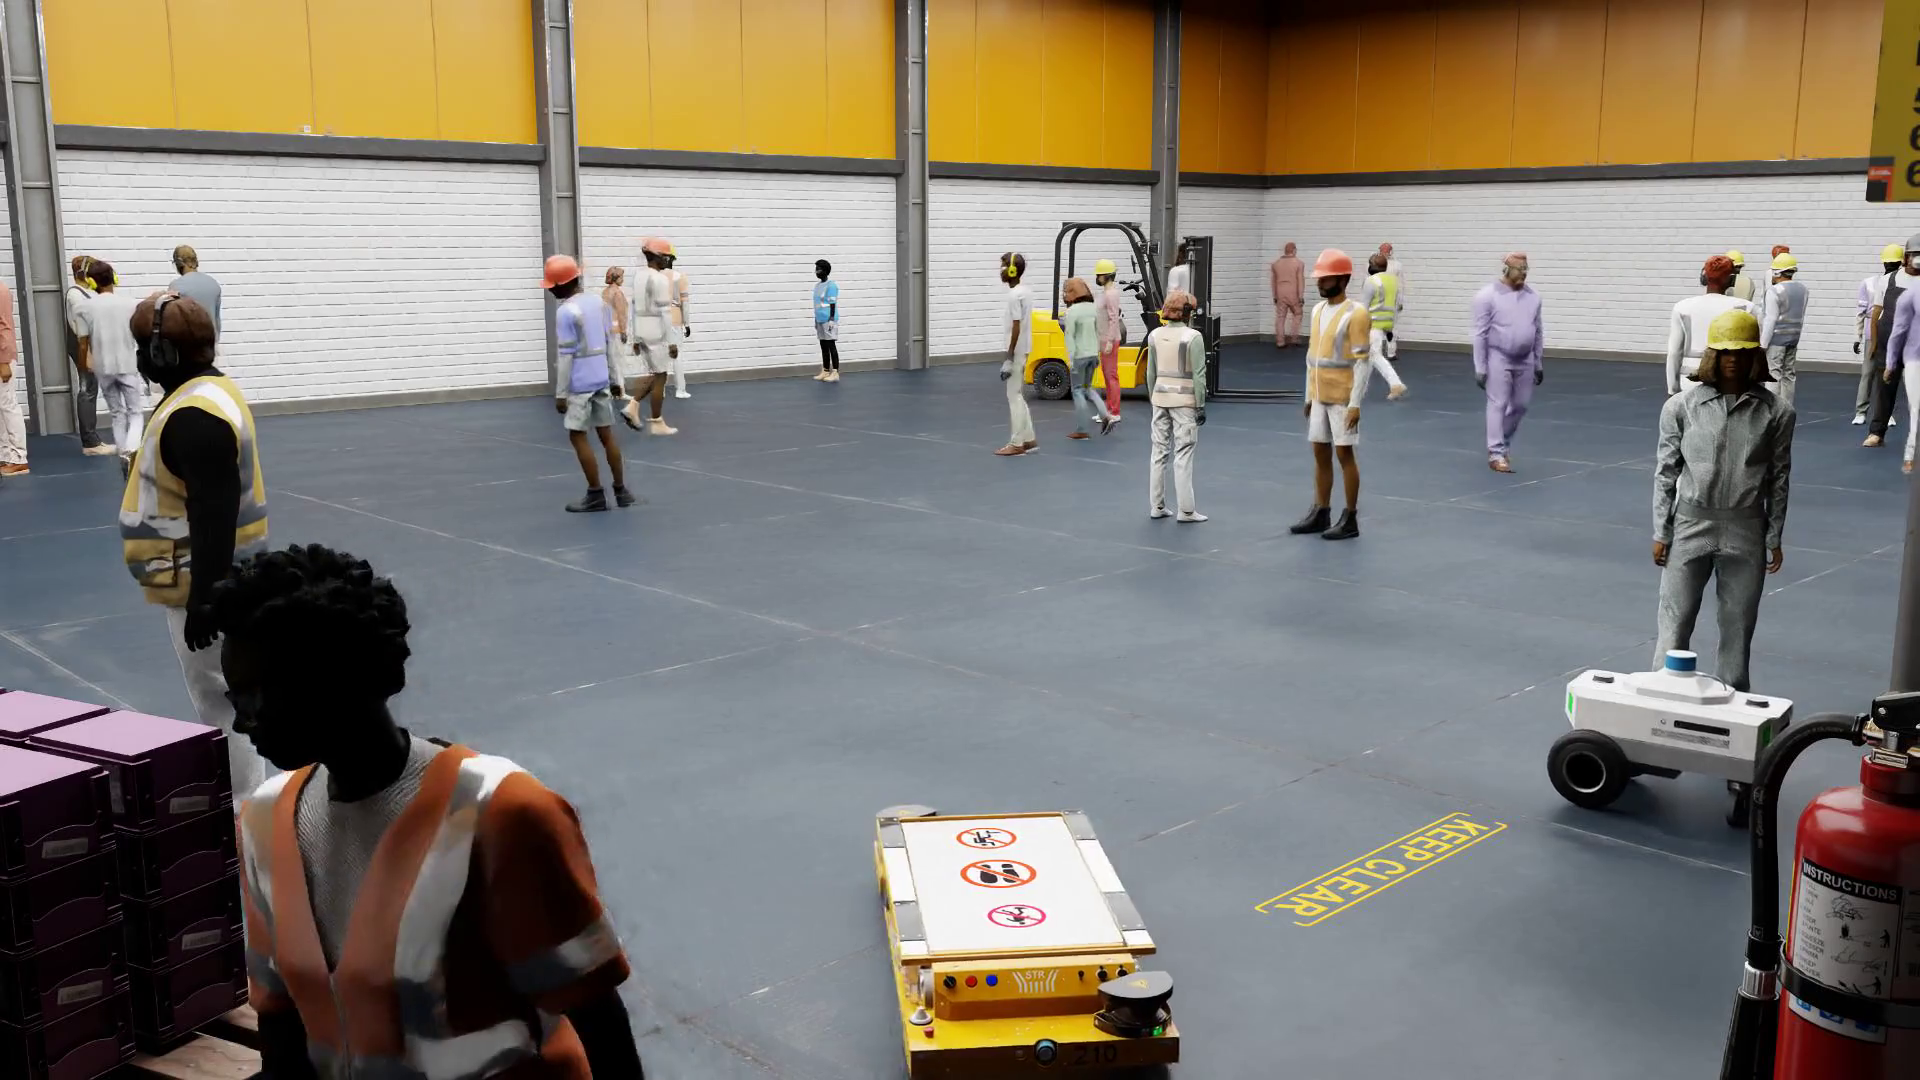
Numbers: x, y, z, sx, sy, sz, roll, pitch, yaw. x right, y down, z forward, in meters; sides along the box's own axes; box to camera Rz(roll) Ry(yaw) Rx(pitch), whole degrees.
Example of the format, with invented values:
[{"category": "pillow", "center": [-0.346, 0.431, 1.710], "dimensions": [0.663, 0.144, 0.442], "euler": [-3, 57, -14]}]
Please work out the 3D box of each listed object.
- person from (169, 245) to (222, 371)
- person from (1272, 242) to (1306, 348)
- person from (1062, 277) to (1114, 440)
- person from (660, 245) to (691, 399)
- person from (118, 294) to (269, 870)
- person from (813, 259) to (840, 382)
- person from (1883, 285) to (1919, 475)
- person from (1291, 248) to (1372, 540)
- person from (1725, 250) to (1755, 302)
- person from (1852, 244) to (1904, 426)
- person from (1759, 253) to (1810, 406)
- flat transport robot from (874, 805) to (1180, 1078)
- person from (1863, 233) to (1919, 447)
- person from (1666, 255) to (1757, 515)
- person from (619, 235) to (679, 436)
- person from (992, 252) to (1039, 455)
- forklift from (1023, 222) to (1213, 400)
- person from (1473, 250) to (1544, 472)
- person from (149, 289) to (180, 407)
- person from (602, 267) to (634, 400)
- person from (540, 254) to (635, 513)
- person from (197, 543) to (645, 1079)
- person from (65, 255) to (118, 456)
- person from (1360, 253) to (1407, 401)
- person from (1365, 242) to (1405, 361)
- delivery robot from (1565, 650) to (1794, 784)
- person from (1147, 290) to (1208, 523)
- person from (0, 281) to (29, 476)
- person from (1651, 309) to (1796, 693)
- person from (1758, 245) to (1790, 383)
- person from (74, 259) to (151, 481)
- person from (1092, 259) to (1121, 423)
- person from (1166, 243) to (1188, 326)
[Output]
[{"category": "person", "center": [-7.252, -1.827, 15.805], "dimensions": [0.372, 1.933, 0.627], "euler": [2, 11, 13]}, {"category": "person", "center": [5.968, -4.393, 29.911], "dimensions": [0.673, 1.881, 0.785], "euler": [8, 13, 37]}, {"category": "person", "center": [1.247, -1.790, 16.461], "dimensions": [0.479, 1.608, 0.525], "euler": [9, 14, 40]}, {"category": "person", "center": [-3.625, -2.702, 20.619], "dimensions": [0.585, 1.917, 0.382], "euler": [1, 10, 6]}, {"category": "person", "center": [-2.421, 0.146, 5.296], "dimensions": [0.429, 1.839, 0.633], "euler": [-4, 11, -22]}, {"category": "person", "center": [-1.867, -3.046, 23.123], "dimensions": [0.320, 1.690, 0.535], "euler": [-7, 12, -32]}, {"category": "person", "center": [8.057, -1.420, 13.728], "dimensions": [0.645, 1.876, 1.059], "euler": [2, 11, 11]}, {"category": "person", "center": [2.471, -0.966, 11.101], "dimensions": [0.378, 1.933, 0.551], "euler": [-5, 12, -26]}, {"category": "person", "center": [9.446, -2.632, 20.455], "dimensions": [0.590, 1.837, 0.404], "euler": [-4, 11, -22]}, {"category": "person", "center": [9.837, -2.168, 17.675], "dimensions": [0.594, 1.924, 0.383], "euler": [5, 12, 26]}, {"category": "person", "center": [8.665, -2.109, 17.609], "dimensions": [0.586, 1.835, 0.403], "euler": [-6, 12, -28]}, {"category": "flat transport robot", "center": [0.126, 1.051, 4.642], "dimensions": [0.652, 0.197, 1.431], "euler": [-1, 10, -6]}, {"category": "person", "center": [8.967, -1.871, 15.748], "dimensions": [0.689, 2.000, 0.539], "euler": [9, 14, 40]}, {"category": "person", "center": [5.330, -1.075, 11.839], "dimensions": [0.575, 1.881, 0.356], "euler": [7, 13, 34]}, {"category": "person", "center": [-3.085, -2.037, 16.709], "dimensions": [0.529, 2.020, 0.605], "euler": [-7, 12, -33]}, {"category": "person", "center": [0.497, -1.693, 15.286], "dimensions": [0.423, 1.869, 0.578], "euler": [2, 11, 8]}, {"category": "forklift", "center": [1.935, -2.847, 20.651], "dimensions": [2.313, 2.155, 1.214], "euler": [2, 11, 13]}, {"category": "person", "center": [4.755, -1.544, 14.414], "dimensions": [0.673, 1.918, 0.553], "euler": [-3, 11, -15]}, {"category": "person", "center": [-5.587, -0.953, 11.828], "dimensions": [0.309, 1.645, 0.514], "euler": [-4, 11, -22]}, {"category": "person", "center": [-4.250, -2.544, 20.516], "dimensions": [0.313, 1.638, 0.513], "euler": [-7, 12, -33]}, {"category": "person", "center": [-2.716, -1.148, 12.237], "dimensions": [0.453, 1.884, 0.734], "euler": [4, 11, 21]}, {"category": "person", "center": [-0.686, 0.825, 2.117], "dimensions": [0.587, 1.647, 0.678], "euler": [7, 13, 35]}, {"category": "person", "center": [-8.035, -1.696, 15.345], "dimensions": [0.344, 1.840, 0.505], "euler": [-4, 11, -23]}, {"category": "person", "center": [5.164, -2.627, 20.515], "dimensions": [0.888, 1.811, 0.631], "euler": [9, 14, 41]}, {"category": "person", "center": [6.876, -3.857, 26.954], "dimensions": [0.639, 1.904, 0.407], "euler": [5, 11, 24]}, {"category": "delivery robot", "center": [2.537, 0.634, 5.885], "dimensions": [0.707, 0.478, 0.477], "euler": [8, 13, 37]}, {"category": "person", "center": [1.530, -0.939, 11.760], "dimensions": [0.308, 1.639, 0.511], "euler": [-9, 14, -42]}, {"category": "person", "center": [-8.193, -1.532, 14.051], "dimensions": [0.614, 1.987, 0.407], "euler": [7, 13, 35]}, {"category": "person", "center": [2.944, -0.018, 6.457], "dimensions": [0.492, 1.744, 0.295], "euler": [3, 11, 15]}, {"category": "person", "center": [11.176, -3.098, 22.863], "dimensions": [0.337, 1.882, 0.584], "euler": [7, 13, 35]}, {"category": "person", "center": [-6.747, -1.321, 13.315], "dimensions": [0.559, 1.833, 0.593], "euler": [-4, 11, -20]}, {"category": "person", "center": [1.578, -2.147, 18.007], "dimensions": [0.326, 1.765, 0.533], "euler": [-1, 10, -3]}, {"category": "person", "center": [2.896, -2.954, 22.007], "dimensions": [0.708, 1.915, 0.439], "euler": [-10, 14, -43]}]
